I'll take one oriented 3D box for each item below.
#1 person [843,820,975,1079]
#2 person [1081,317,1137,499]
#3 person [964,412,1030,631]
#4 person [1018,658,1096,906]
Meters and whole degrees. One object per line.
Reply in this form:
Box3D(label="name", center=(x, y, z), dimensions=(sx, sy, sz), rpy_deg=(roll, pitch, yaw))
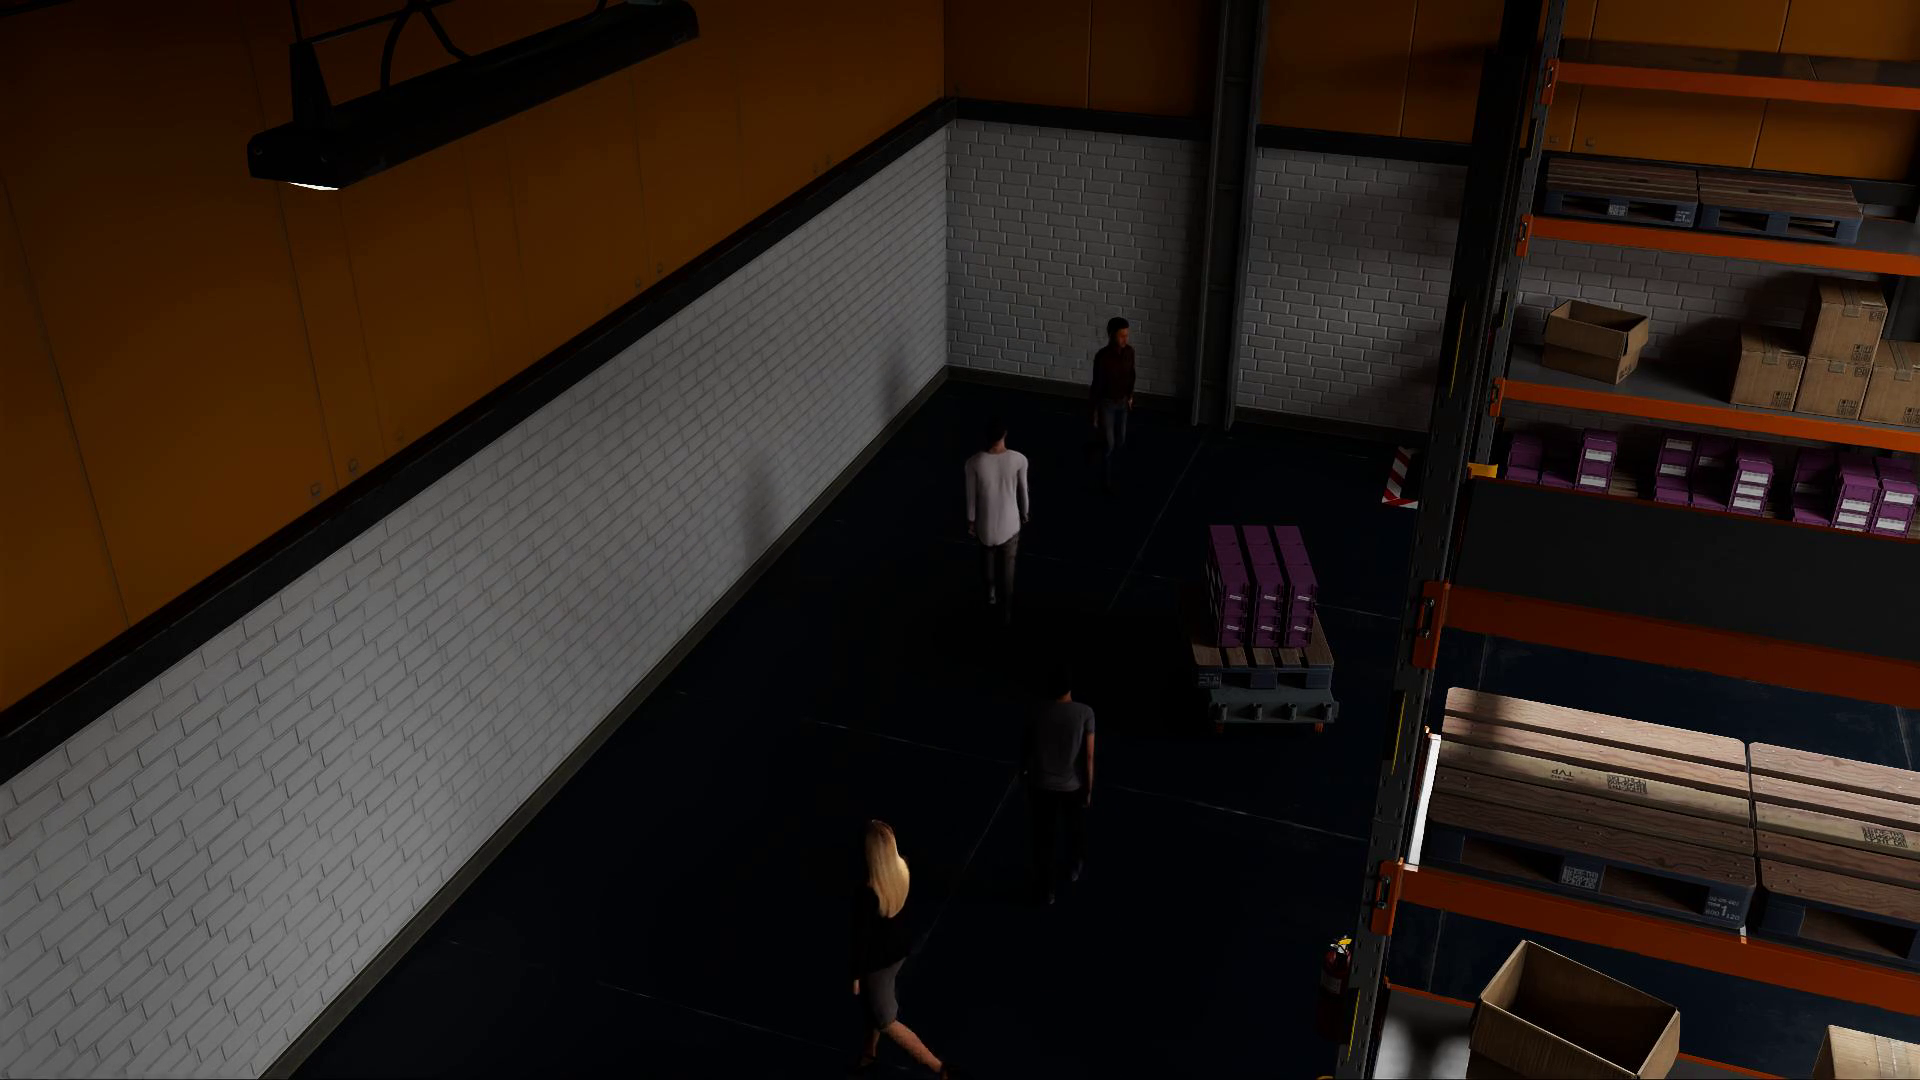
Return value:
Box3D(label="person", center=(-0.325, 2.298, 8.817), dimensions=(1.075, 1.811, 0.687), rpy_deg=(13, 31, 23))
Box3D(label="person", center=(1.334, -1.264, 15.407), dimensions=(0.964, 1.755, 1.073), rpy_deg=(-17, 33, -28))
Box3D(label="person", center=(0.314, -0.126, 13.264), dimensions=(1.181, 1.809, 1.017), rpy_deg=(0, 29, 0))
Box3D(label="person", center=(0.595, 1.531, 10.298), dimensions=(0.726, 1.739, 0.784), rpy_deg=(1, 29, 2))
